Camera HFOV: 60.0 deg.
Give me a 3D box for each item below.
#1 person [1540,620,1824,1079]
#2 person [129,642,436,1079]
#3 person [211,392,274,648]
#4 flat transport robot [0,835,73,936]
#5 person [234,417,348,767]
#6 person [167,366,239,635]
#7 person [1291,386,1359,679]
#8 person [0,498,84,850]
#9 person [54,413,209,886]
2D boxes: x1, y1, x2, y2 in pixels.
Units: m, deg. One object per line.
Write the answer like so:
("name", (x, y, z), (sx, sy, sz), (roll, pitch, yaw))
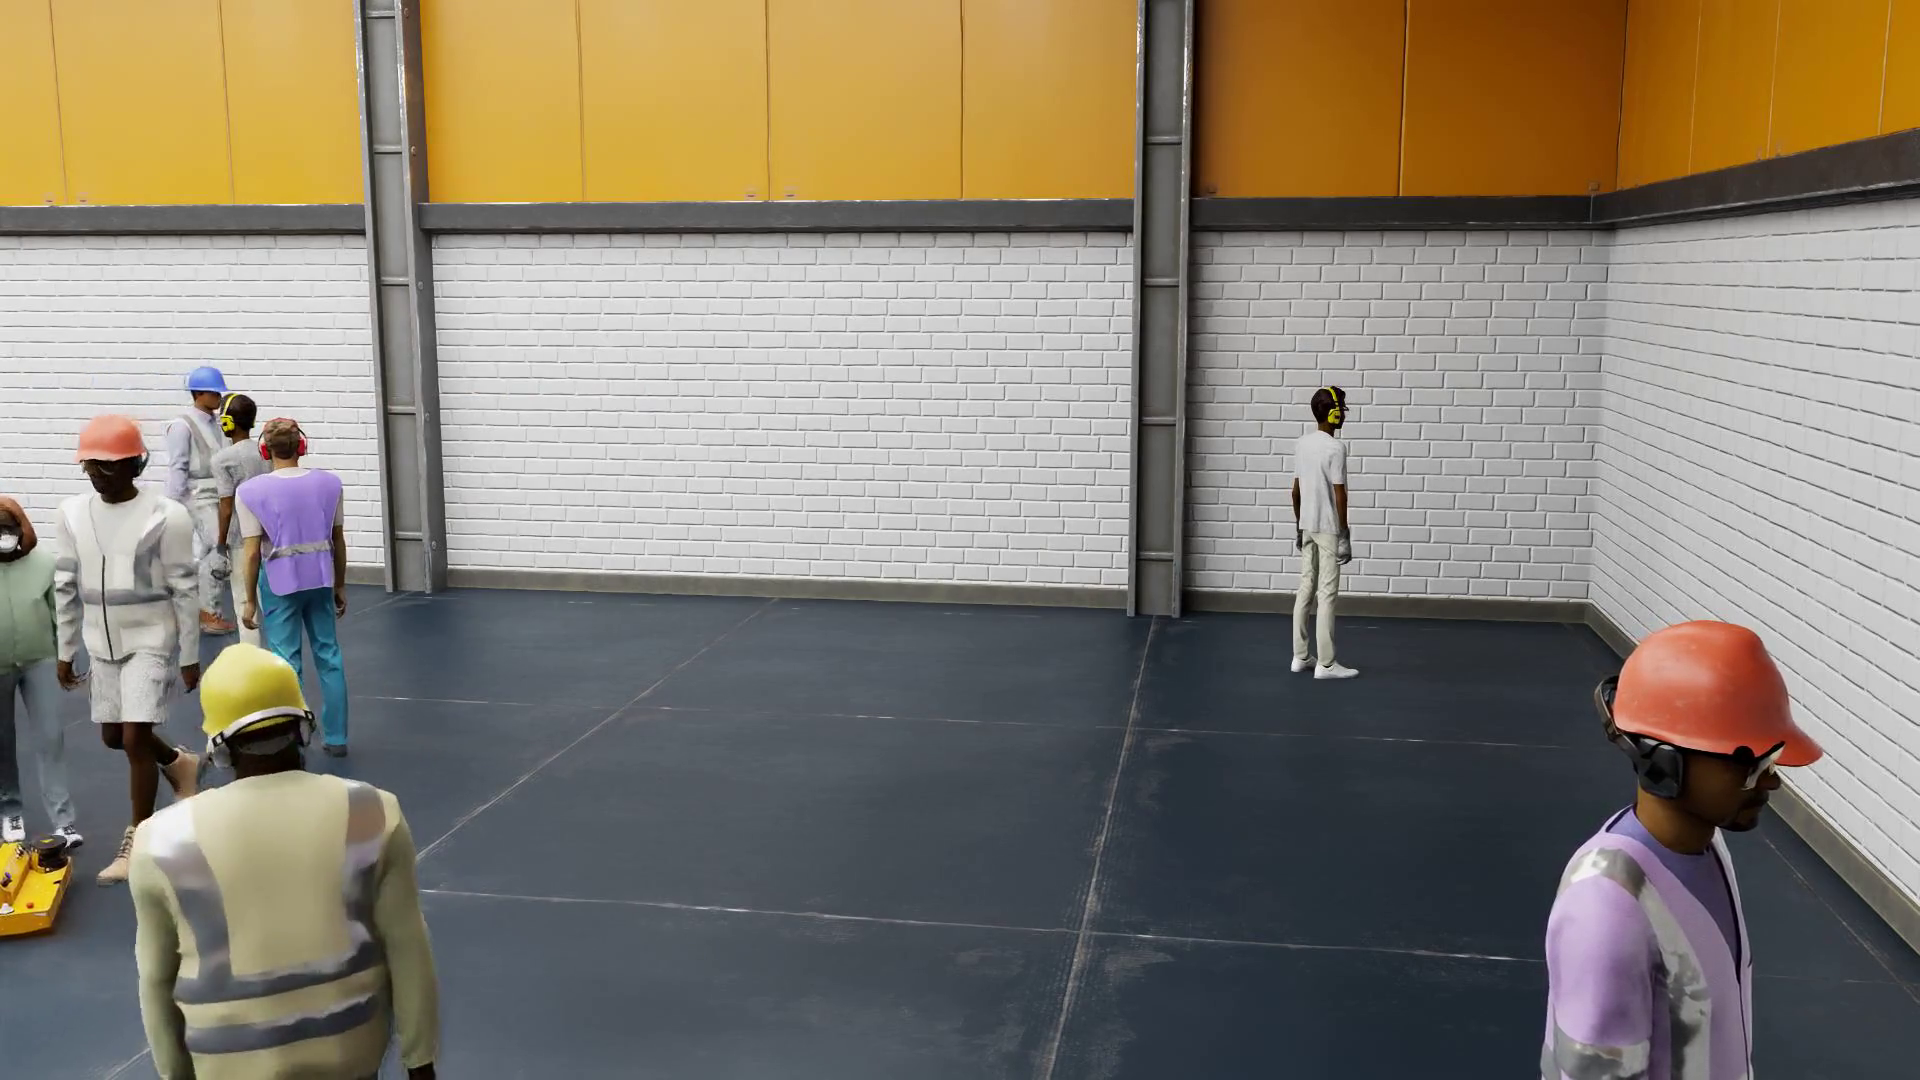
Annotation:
("person", (1.191, 1.135, 2.843), (0.393, 2.041, 0.614), (6, 11, 34))
("person", (-1.466, 1.131, 3.681), (0.593, 1.794, 0.856), (-5, 11, -30))
("person", (-4.355, 0.034, 10.159), (0.328, 1.874, 0.512), (3, 10, 21))
("flat transport robot", (-4.339, 1.420, 6.534), (1.431, 0.197, 0.652), (-3, 10, -21))
("person", (-3.483, 0.280, 8.734), (0.394, 1.841, 0.564), (9, 13, 43))
("person", (-5.313, -0.270, 11.841), (0.485, 1.930, 0.635), (1, 9, 7))
("person", (2.337, -0.048, 10.668), (0.329, 1.873, 0.512), (-5, 10, -27))
("person", (-4.193, 0.615, 7.407), (0.517, 1.598, 0.765), (-7, 12, -38))
("person", (-3.604, 0.428, 7.329), (0.616, 2.018, 0.833), (1, 9, 9))
